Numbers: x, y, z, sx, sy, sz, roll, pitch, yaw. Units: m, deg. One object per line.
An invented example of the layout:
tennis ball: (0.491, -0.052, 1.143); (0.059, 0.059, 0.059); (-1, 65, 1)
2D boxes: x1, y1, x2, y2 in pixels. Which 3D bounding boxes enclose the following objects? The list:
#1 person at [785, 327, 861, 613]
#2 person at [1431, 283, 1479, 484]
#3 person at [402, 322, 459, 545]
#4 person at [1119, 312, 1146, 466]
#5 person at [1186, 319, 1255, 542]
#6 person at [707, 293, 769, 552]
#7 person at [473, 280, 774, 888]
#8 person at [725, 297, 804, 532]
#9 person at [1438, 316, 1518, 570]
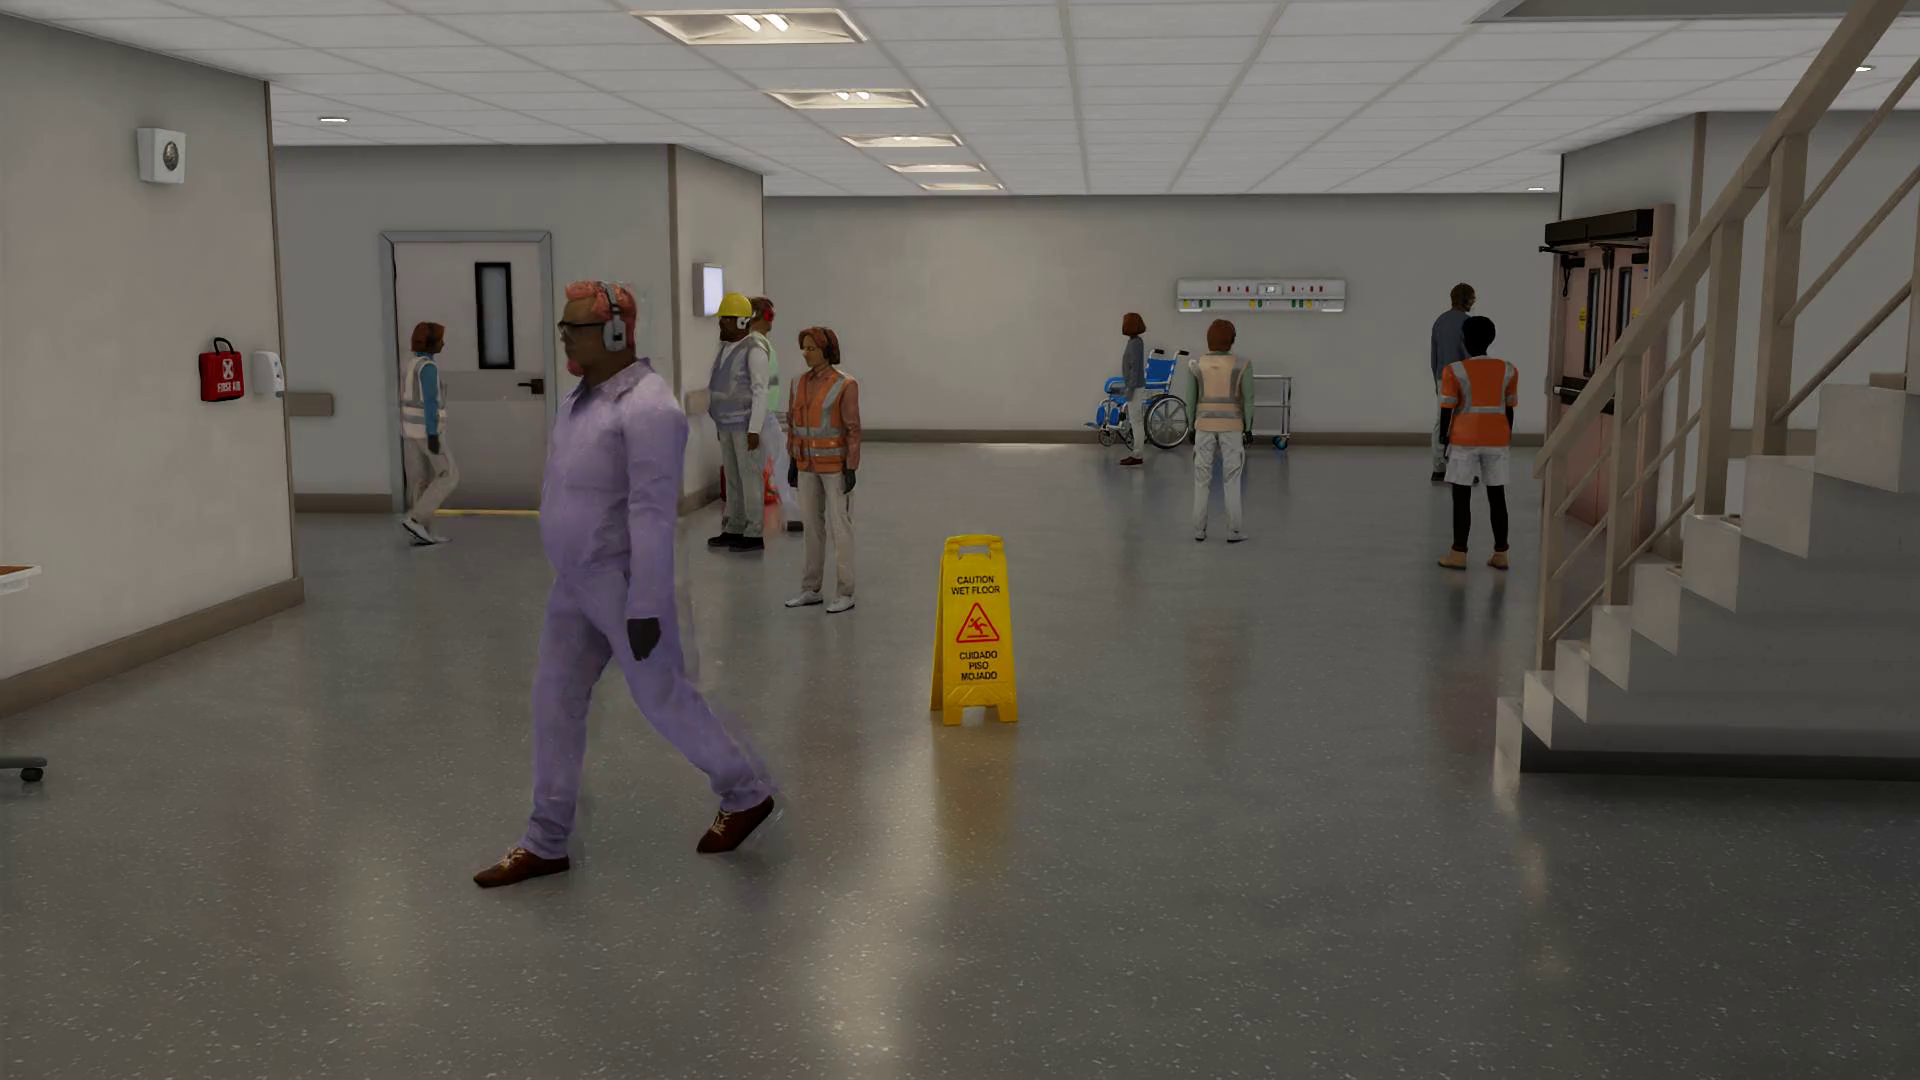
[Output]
person: (-0.788, -0.403, 9.560); (0.522, 1.638, 0.310); (6, 10, 37)
person: (4.800, -1.512, 16.090); (0.356, 1.936, 0.638); (-3, 9, -19)
person: (-3.826, -0.757, 12.004); (0.365, 1.623, 0.530); (-4, 9, -28)
person: (1.845, -1.606, 17.758); (0.279, 1.634, 0.497); (1, 8, 10)
person: (1.911, -0.798, 12.236); (0.516, 1.644, 0.309); (4, 9, 23)
person: (-1.583, -0.833, 11.828); (0.403, 1.834, 0.589); (-6, 10, -34)
person: (-1.029, 0.123, 5.219); (0.959, 1.871, 0.653); (-6, 10, -37)
person: (-1.493, -0.962, 12.865); (0.704, 1.796, 0.608); (-2, 9, -16)
person: (3.431, -0.639, 11.031); (0.545, 1.689, 0.327); (-1, 8, -6)
